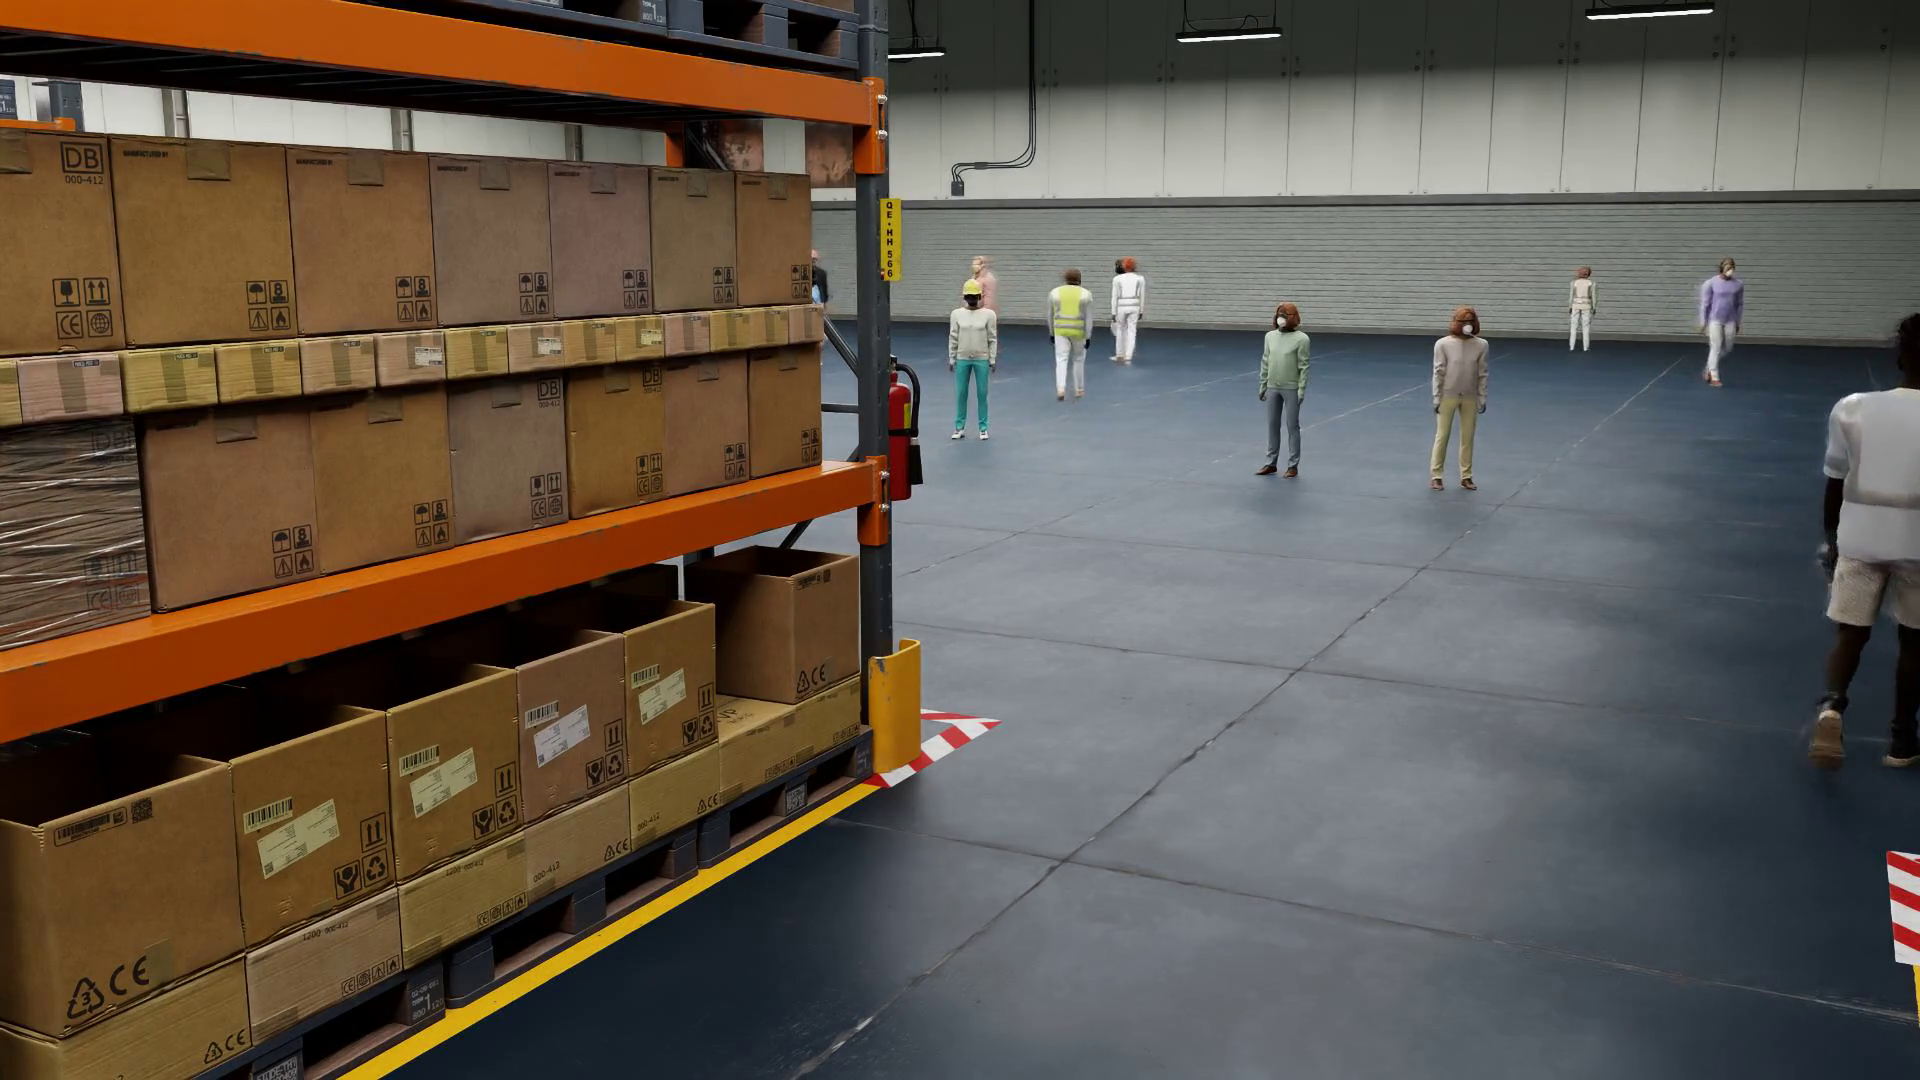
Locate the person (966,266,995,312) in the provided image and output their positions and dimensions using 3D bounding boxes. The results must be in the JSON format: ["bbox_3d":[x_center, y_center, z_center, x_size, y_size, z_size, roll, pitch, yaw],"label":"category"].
[{"bbox_3d":[0.349,-3.888,28.749,0.534,1.758,0.469,-2,11,-10],"label":"person"}]

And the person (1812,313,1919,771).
[{"bbox_3d":[3.851,0.025,6.883,0.626,1.941,0.763,9,14,41],"label":"person"}]

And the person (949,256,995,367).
[{"bbox_3d":[0.250,-3.850,28.164,0.798,1.876,0.676,-7,13,-34],"label":"person"}]

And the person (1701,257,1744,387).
[{"bbox_3d":[11.337,-3.260,24.865,0.635,1.926,0.676,-1,10,-3],"label":"person"}]

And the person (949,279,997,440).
[{"bbox_3d":[0.137,-1.978,18.286,0.533,1.765,0.330,2,11,8],"label":"person"}]

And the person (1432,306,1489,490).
[{"bbox_3d":[4.395,-1.241,14.653,0.501,1.624,0.293,-1,10,-3],"label":"person"}]

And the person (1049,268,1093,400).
[{"bbox_3d":[1.515,-2.827,22.826,0.624,1.803,0.927,2,11,9],"label":"person"}]

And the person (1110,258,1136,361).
[{"bbox_3d":[2.901,-4.113,29.763,0.437,1.831,0.631,1,10,3],"label":"person"}]

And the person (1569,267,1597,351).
[{"bbox_3d":[12.058,-4.468,32.216,0.519,1.638,0.322,6,12,31],"label":"person"}]

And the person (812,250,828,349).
[{"bbox_3d":[-2.858,-4.660,32.336,0.632,1.975,0.758,-4,11,-20],"label":"person"}]

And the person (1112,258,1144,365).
[{"bbox_3d":[2.934,-4.003,29.108,0.581,1.832,0.978,0,10,2],"label":"person"}]

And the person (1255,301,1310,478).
[{"bbox_3d":[3.004,-1.396,15.462,0.500,1.636,0.283,10,14,42],"label":"person"}]

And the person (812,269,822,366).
[{"bbox_3d":[-2.541,-3.773,28.334,0.329,1.676,0.565,3,11,16],"label":"person"}]
